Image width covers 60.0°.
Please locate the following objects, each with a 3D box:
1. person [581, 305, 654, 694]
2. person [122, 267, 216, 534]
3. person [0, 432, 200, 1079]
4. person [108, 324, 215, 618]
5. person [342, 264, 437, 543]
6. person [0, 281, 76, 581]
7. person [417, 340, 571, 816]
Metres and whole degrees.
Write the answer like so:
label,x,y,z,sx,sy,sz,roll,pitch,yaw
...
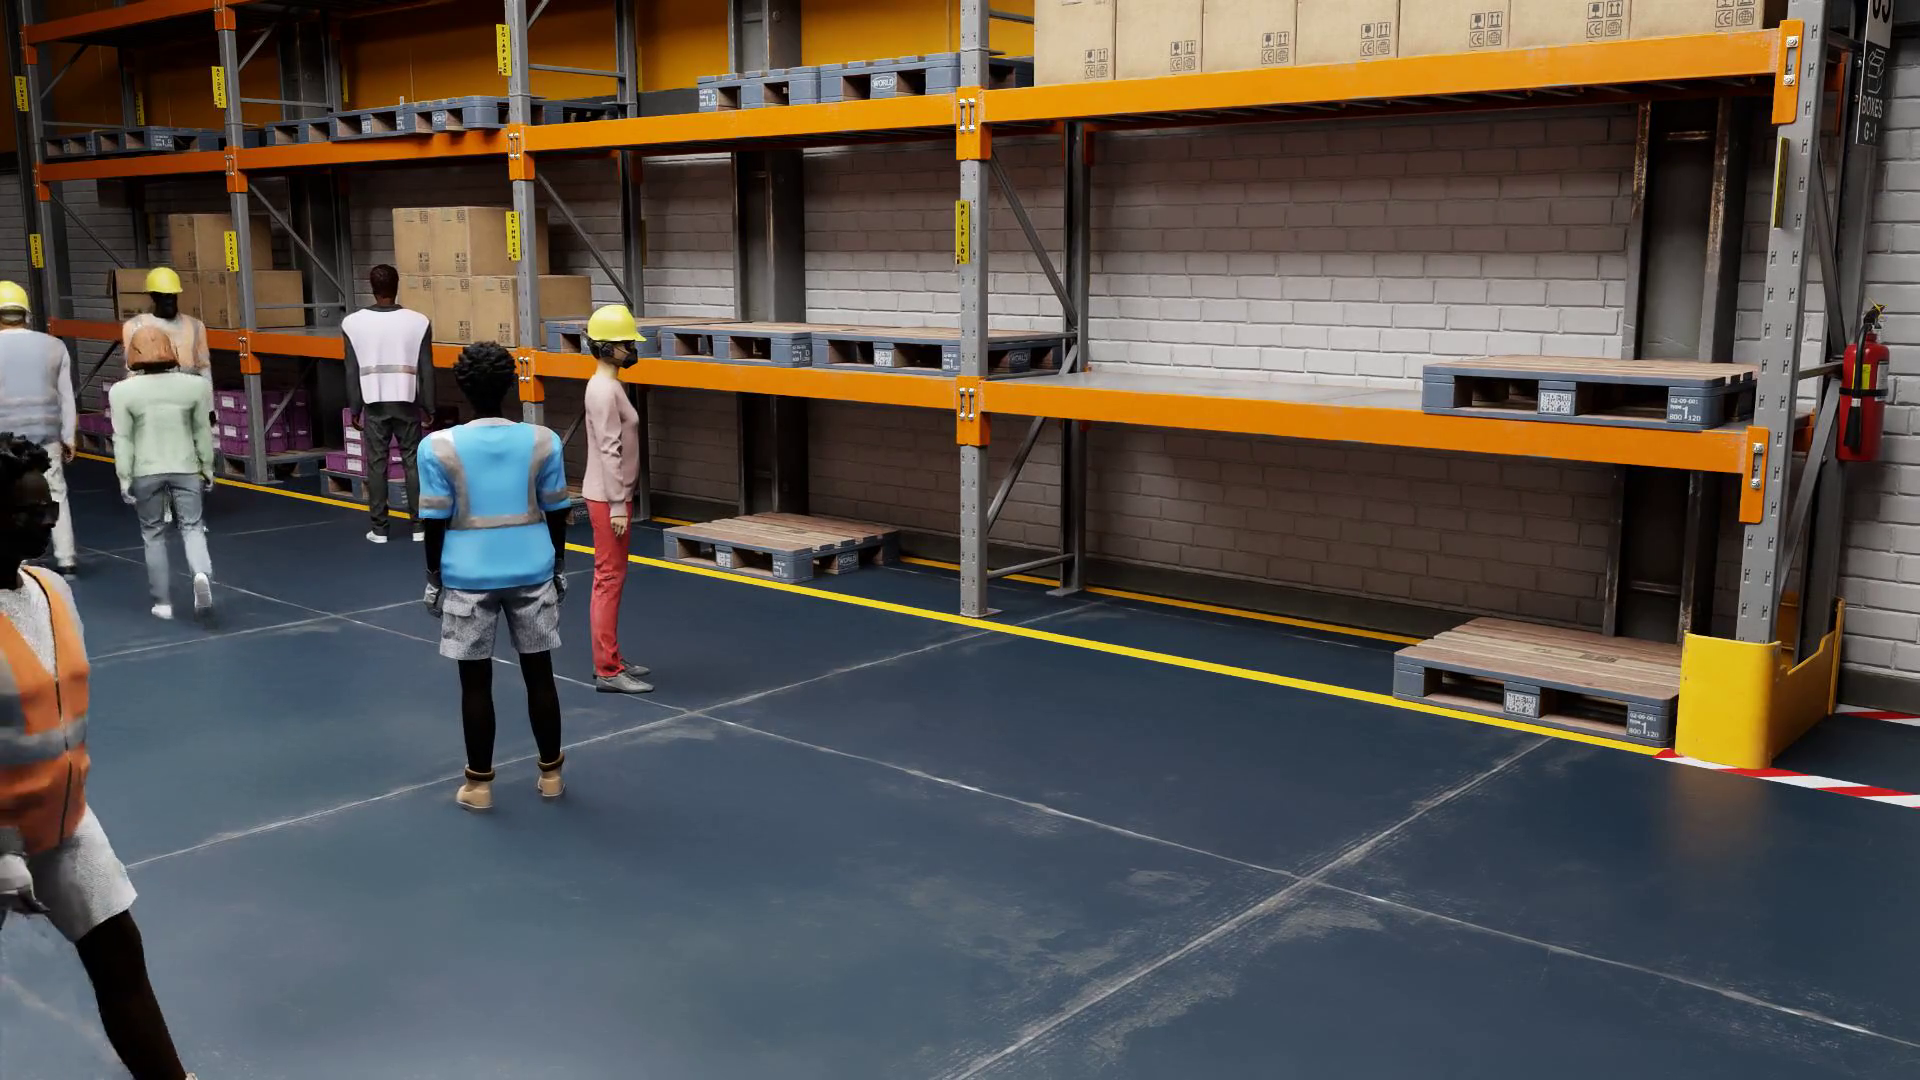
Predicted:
label,x,y,z,sx,sy,sz,roll,pitch,yaw
person,-1.570,-0.186,7.623,0.311,1.768,0.533,-2,10,-13
person,-5.695,-1.012,11.965,0.886,1.900,0.594,8,13,38
person,-1.988,0.596,3.499,0.886,1.649,0.537,1,10,7
person,-4.269,-0.349,8.954,0.509,1.618,0.605,-7,12,-35
person,-3.915,-0.934,11.473,0.591,1.912,0.383,-3,11,-19
person,-5.647,-0.638,10.016,0.404,1.830,0.600,9,14,43
person,-1.661,0.137,5.973,0.540,1.697,0.317,-5,11,-28
